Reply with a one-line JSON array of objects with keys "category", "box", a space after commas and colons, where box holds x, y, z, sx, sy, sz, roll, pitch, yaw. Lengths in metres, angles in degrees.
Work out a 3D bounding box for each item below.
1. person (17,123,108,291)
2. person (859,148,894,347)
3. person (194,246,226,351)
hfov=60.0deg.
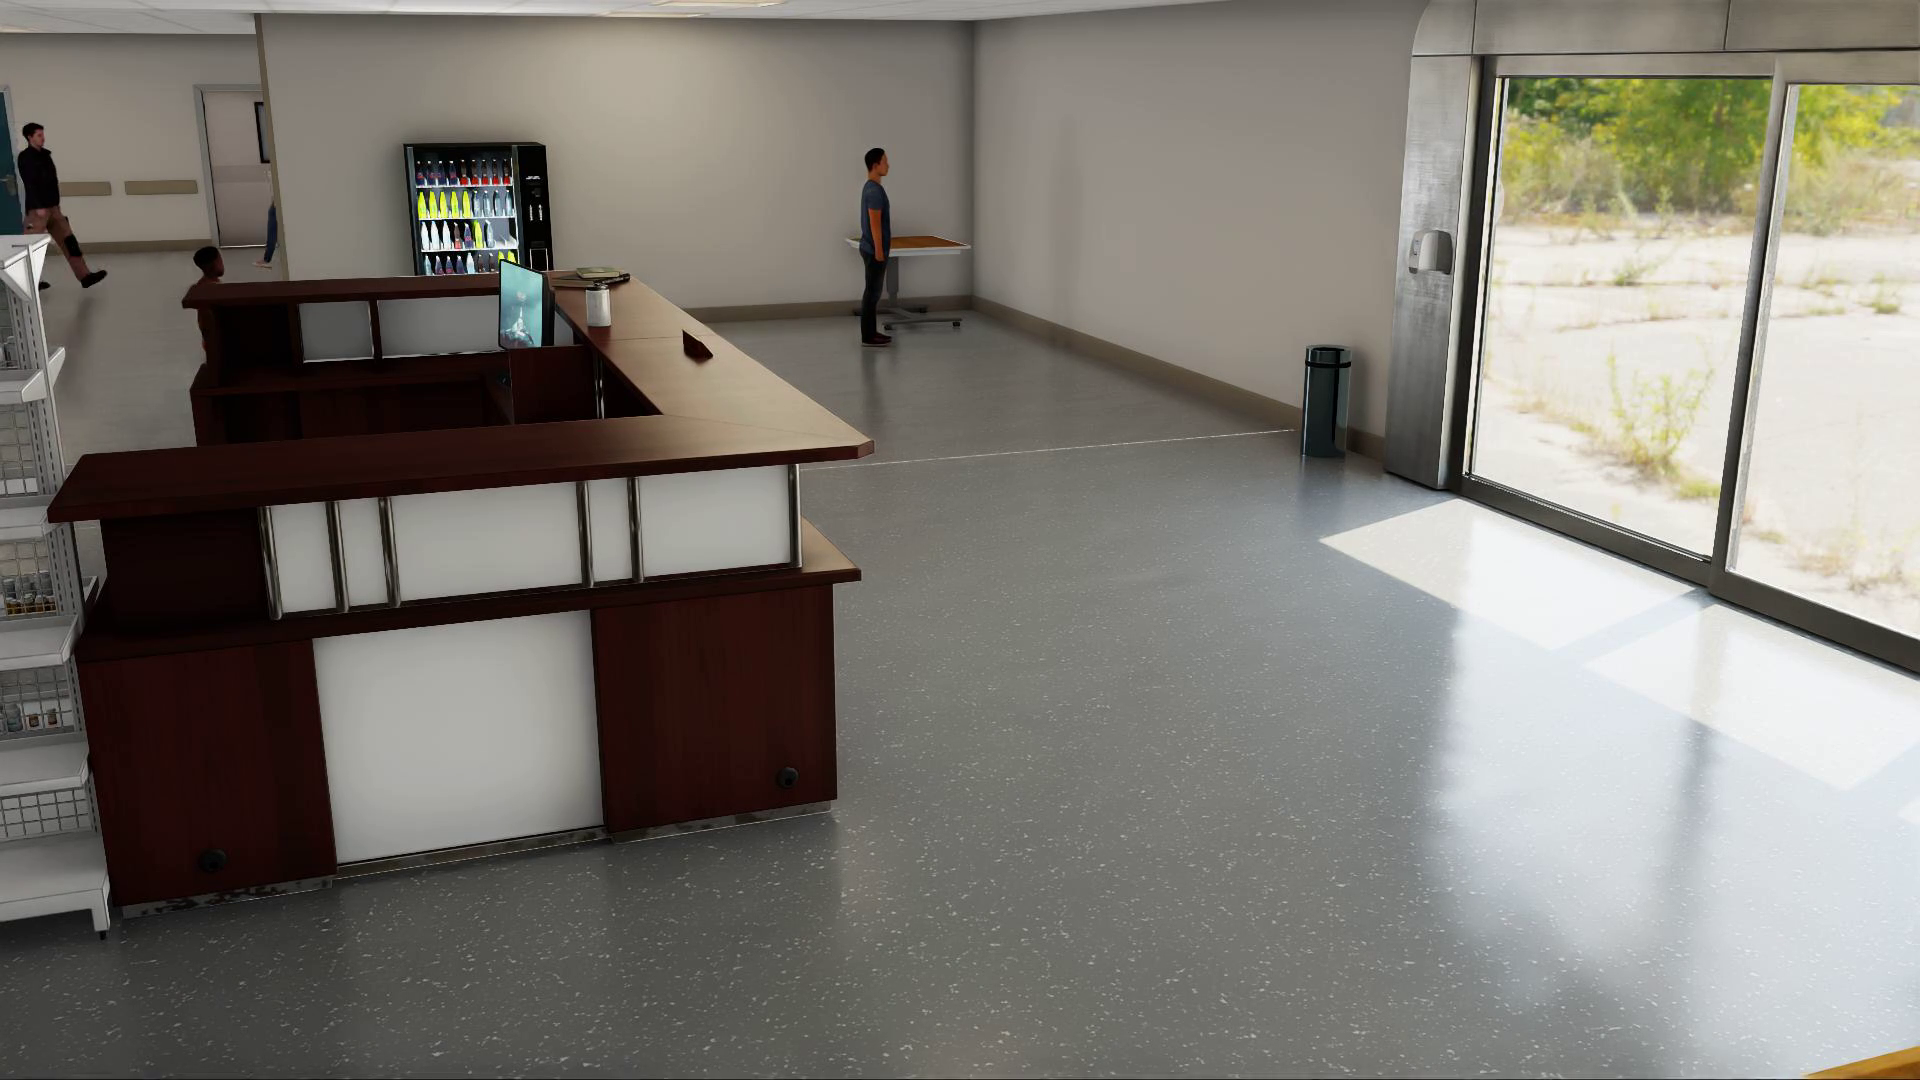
[{"category": "person", "box": [-10.614, -3.777, 19.097, 1.309, 1.873, 1.044, 1, 16, 3]}, {"category": "person", "box": [-0.805, -2.725, 15.484, 0.625, 1.808, 0.687, -1, 16, -4]}, {"category": "person", "box": [-5.521, -1.516, 12.264, 0.756, 1.230, 0.907, 13, 21, 39]}]
